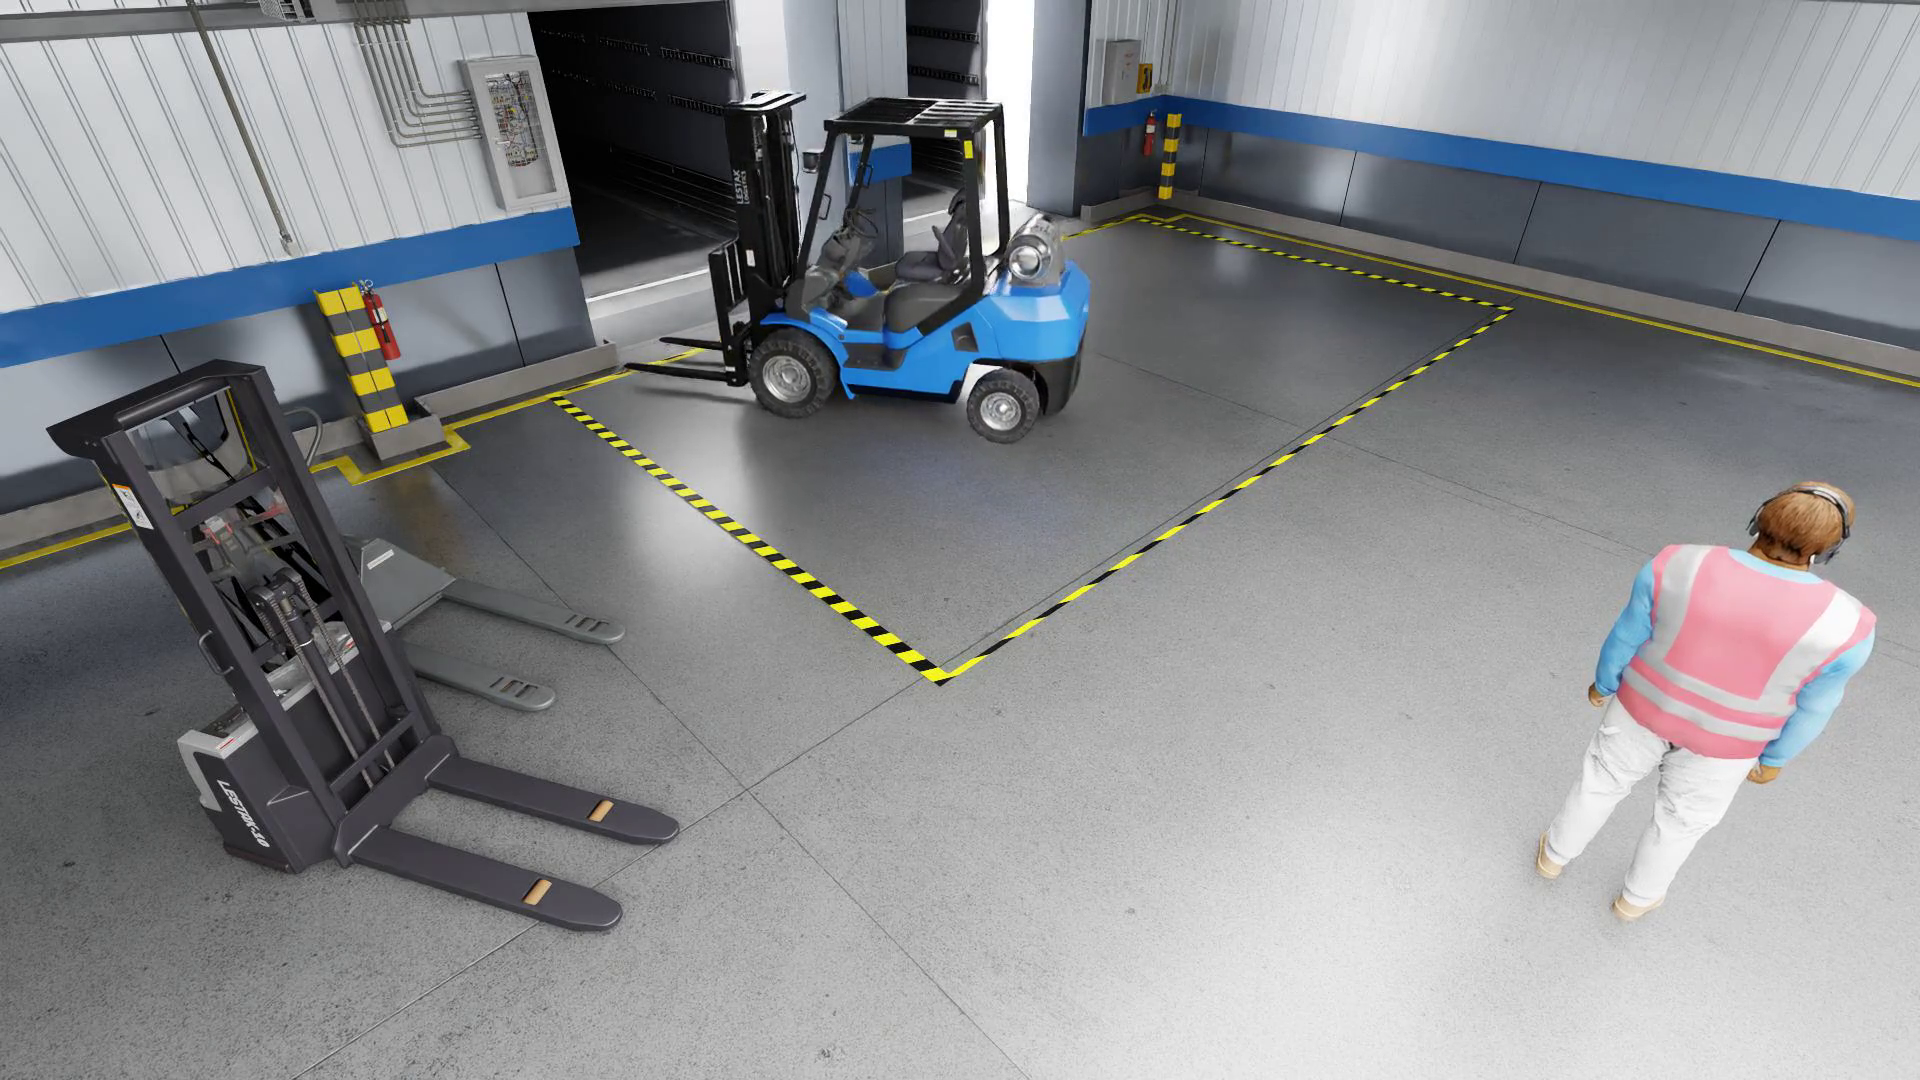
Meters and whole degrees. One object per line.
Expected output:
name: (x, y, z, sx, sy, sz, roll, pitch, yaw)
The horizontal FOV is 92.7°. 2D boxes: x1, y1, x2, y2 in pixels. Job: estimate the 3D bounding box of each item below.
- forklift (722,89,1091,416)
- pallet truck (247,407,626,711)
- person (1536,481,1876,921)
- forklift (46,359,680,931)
forklift: (-0.387, -2.145, 6.808, 2.680, 2.036, 1.157, 8, 35, 11)
pallet truck: (-2.628, 0.038, 4.590, 1.601, 1.201, 0.680, 12, 36, 18)
person: (2.551, 0.612, 3.213, 0.431, 1.843, 0.618, -28, 43, -34)
forklift: (-2.135, 0.422, 3.354, 1.885, 1.965, 0.823, 10, 35, 14)
